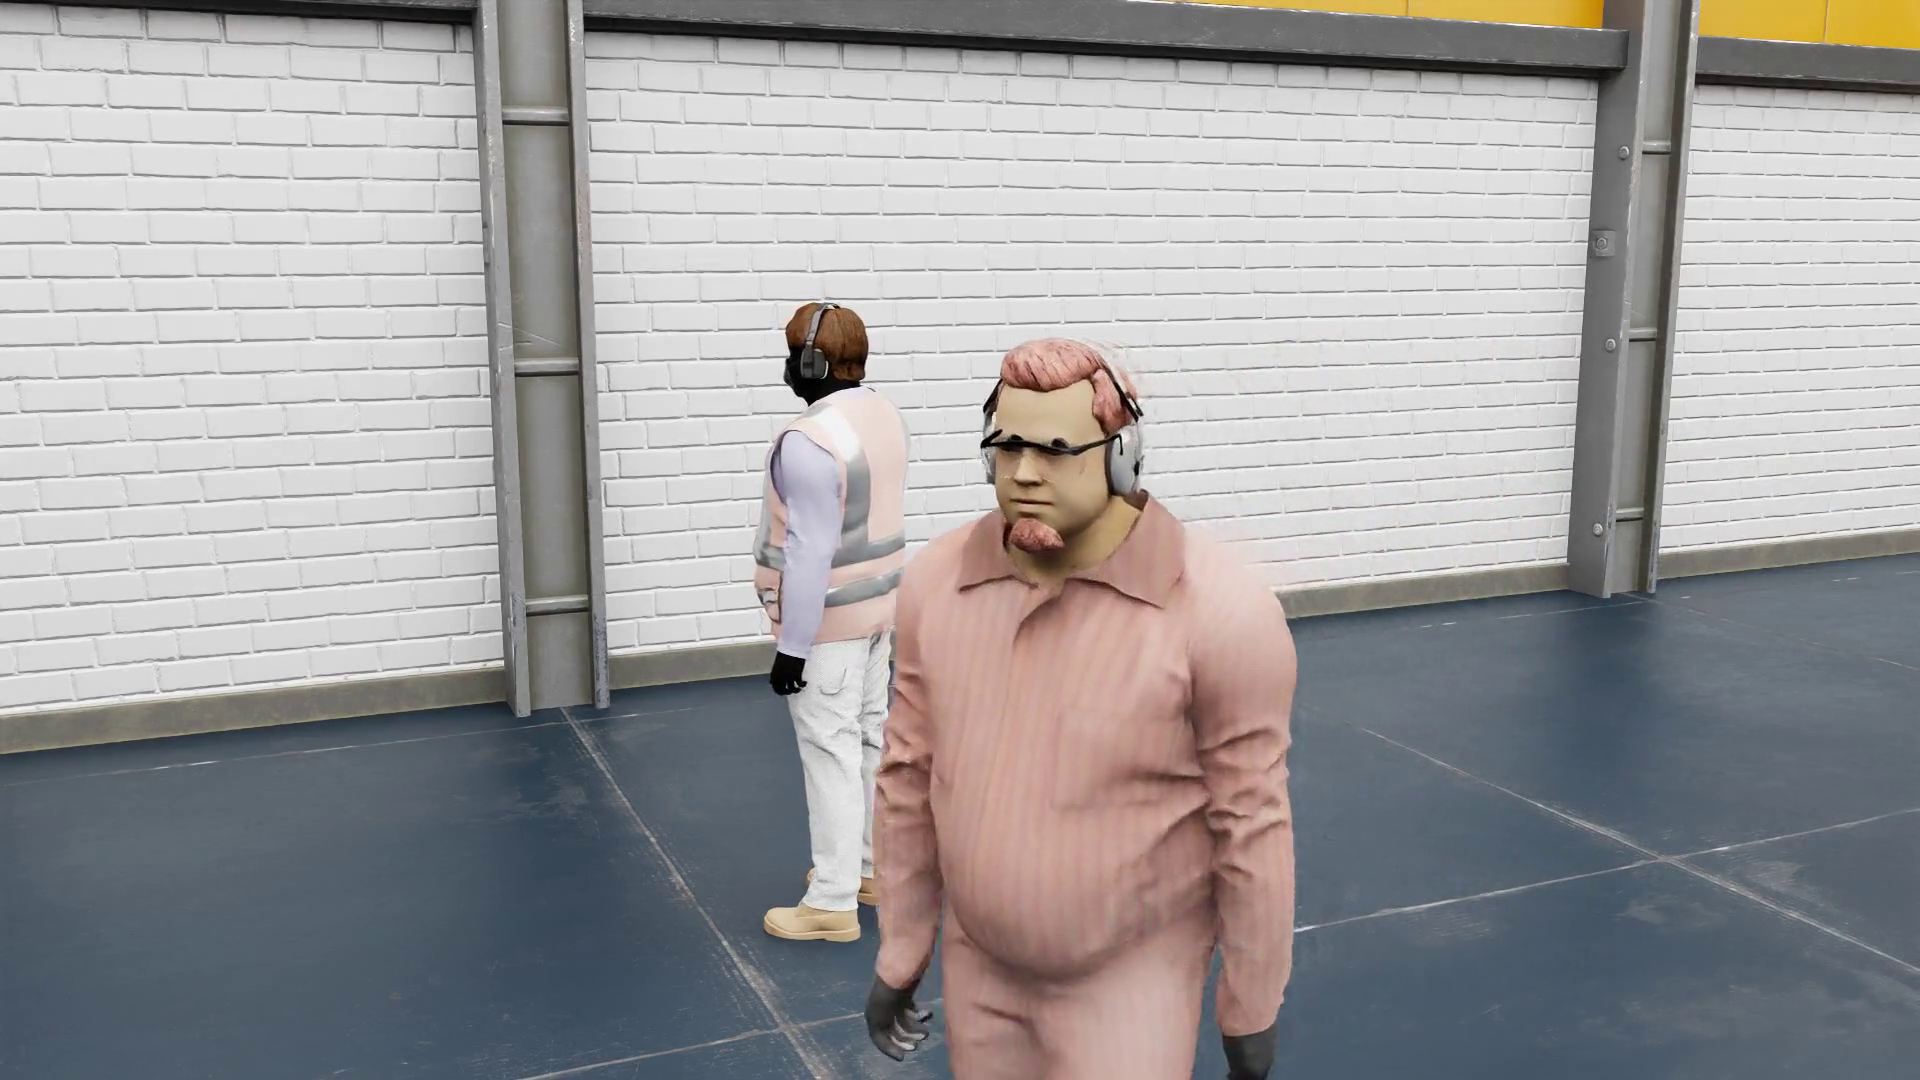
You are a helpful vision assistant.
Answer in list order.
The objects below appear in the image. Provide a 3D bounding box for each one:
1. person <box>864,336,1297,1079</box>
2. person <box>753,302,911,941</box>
[{"bbox_3d":[0.160,0.641,2.504,0.637,1.894,0.446,8,13,38],"label":"person"},{"bbox_3d":[-0.381,0.239,4.833,0.429,1.844,0.622,4,11,19],"label":"person"}]
